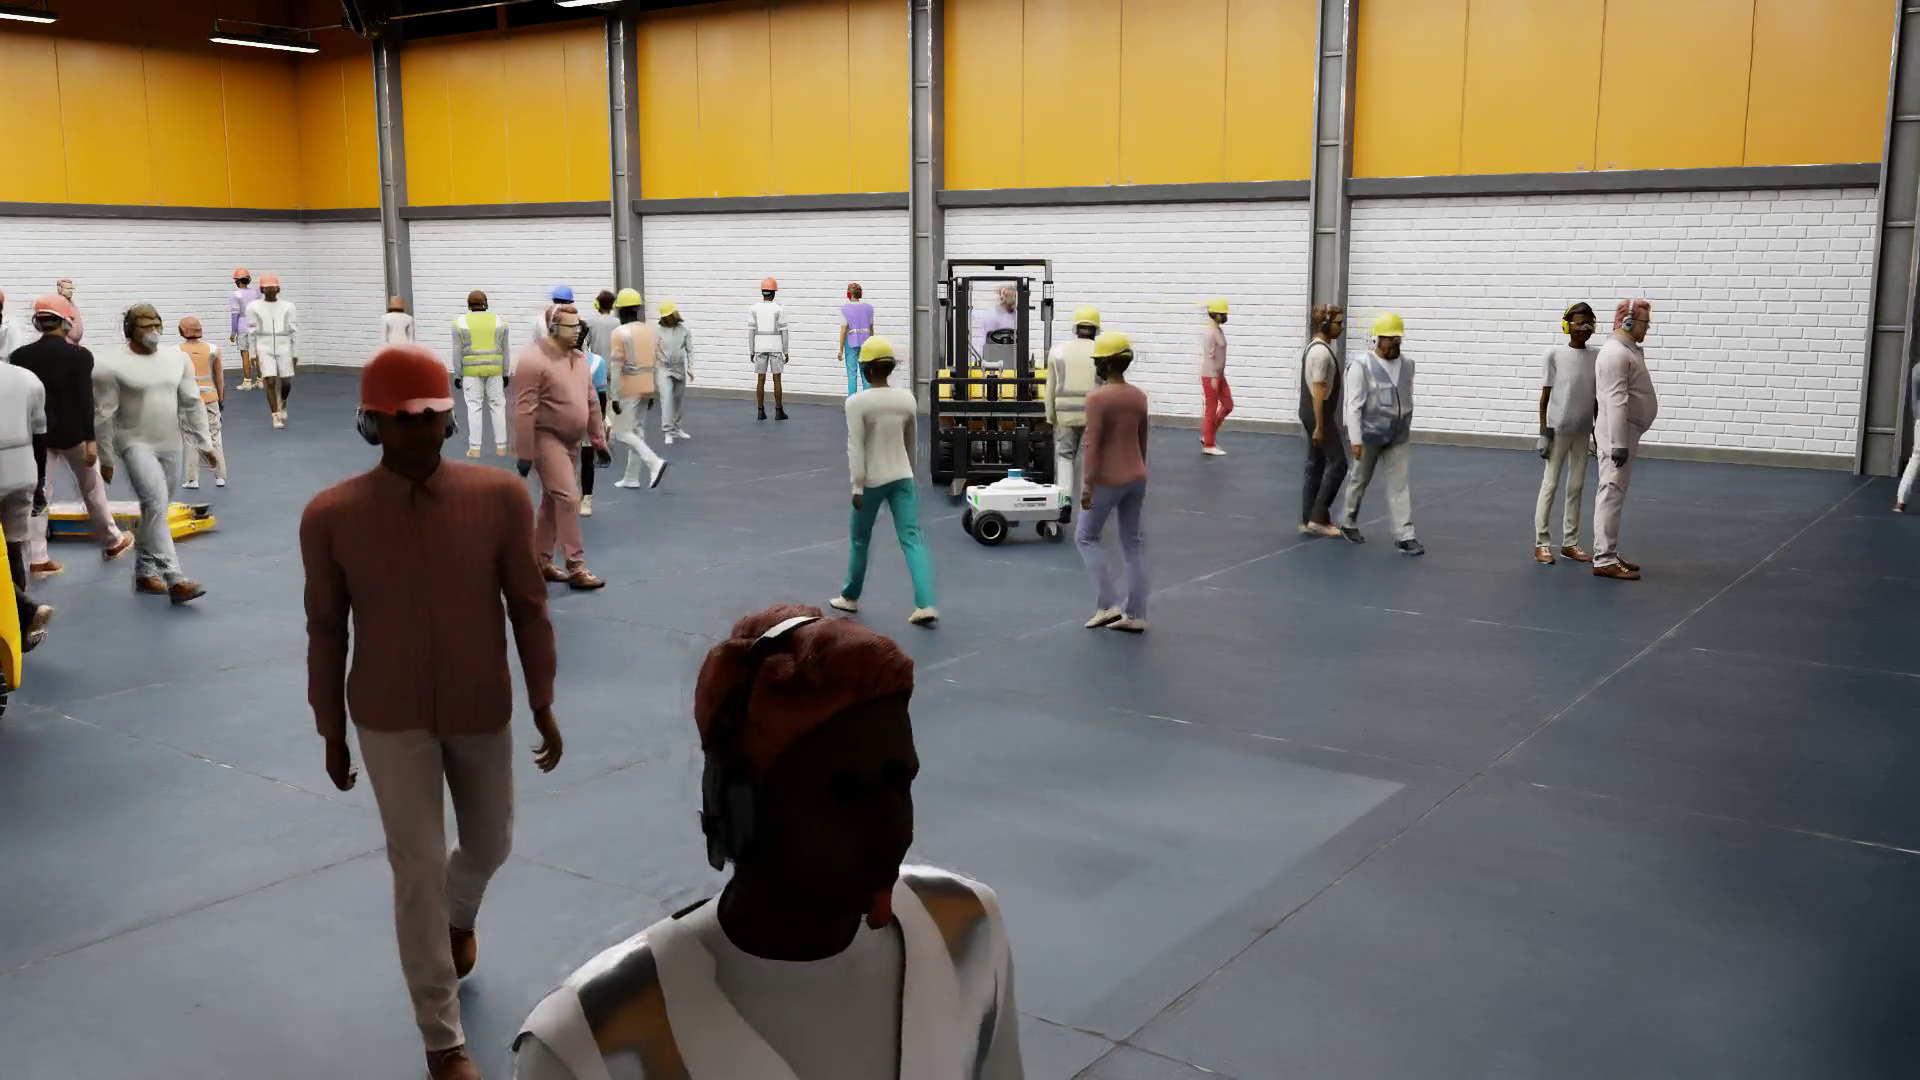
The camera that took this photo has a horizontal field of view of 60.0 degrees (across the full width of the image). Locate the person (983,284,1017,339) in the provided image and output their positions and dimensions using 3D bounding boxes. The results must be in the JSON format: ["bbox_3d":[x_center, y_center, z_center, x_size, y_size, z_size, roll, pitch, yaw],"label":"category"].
[{"bbox_3d":[0.505,-2.123,19.978,0.544,1.892,0.642,8,13,41],"label":"person"}]

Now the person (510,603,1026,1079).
[{"bbox_3d":[-0.142,0.969,1.701,0.593,1.845,0.897,-9,13,-43],"label":"person"}]

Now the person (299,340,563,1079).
[{"bbox_3d":[-1.443,0.434,4.523,0.623,1.970,0.877,-5,11,-27],"label":"person"}]

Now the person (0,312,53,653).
[{"bbox_3d":[-5.181,-0.310,8.968,0.608,1.952,0.633,4,10,24],"label":"person"}]

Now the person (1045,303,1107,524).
[{"bbox_3d":[0.992,-0.993,13.430,0.624,1.819,0.424,2,10,11],"label":"person"}]

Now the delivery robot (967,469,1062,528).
[{"bbox_3d":[0.420,-0.305,12.815,0.707,0.478,0.477,-2,10,-10],"label":"delivery robot"}]

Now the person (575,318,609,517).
[{"bbox_3d":[-3.251,-1.052,14.151,0.543,1.684,0.562,-1,10,-8],"label":"person"}]

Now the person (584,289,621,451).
[{"bbox_3d":[-4.008,-1.908,18.809,0.535,1.851,0.745,-5,11,-27],"label":"person"}]

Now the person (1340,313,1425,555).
[{"bbox_3d":[3.144,-0.806,12.441,0.613,1.783,0.946,-3,10,-18],"label":"person"}]

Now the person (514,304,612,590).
[{"bbox_3d":[-2.568,-0.614,10.998,0.827,1.873,0.669,3,10,19],"label":"person"}]

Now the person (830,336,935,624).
[{"bbox_3d":[-0.441,-0.361,9.982,0.540,1.717,0.918,-7,12,-35],"label":"person"}]

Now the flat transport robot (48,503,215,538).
[{"bbox_3d":[-6.718,-0.160,13.074,1.431,0.197,0.652,1,10,4],"label":"flat transport robot"}]

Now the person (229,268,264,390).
[{"bbox_3d":[-11.953,-3.523,27.834,0.378,2.045,0.605,5,11,28],"label":"person"}]

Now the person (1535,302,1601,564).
[{"bbox_3d":[4.387,-0.762,11.909,0.519,1.873,0.335,-2,10,-10],"label":"person"}]

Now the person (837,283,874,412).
[{"bbox_3d":[-1.472,-2.727,23.678,0.563,1.848,0.389,-7,12,-34],"label":"person"}]

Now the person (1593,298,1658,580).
[{"bbox_3d":[4.546,-0.693,11.399,0.410,1.906,0.642,4,10,22],"label":"person"}]

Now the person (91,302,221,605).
[{"bbox_3d":[-5.053,-0.543,10.543,0.986,1.892,0.642,5,11,30],"label":"person"}]

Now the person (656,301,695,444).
[{"bbox_3d":[-3.445,-2.019,19.923,0.545,1.698,0.759,-5,11,-28],"label":"person"}]

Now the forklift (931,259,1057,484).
[{"bbox_3d":[0.370,-1.738,16.759,1.214,2.155,2.313,1,10,3],"label":"forklift"}]

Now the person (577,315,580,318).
[{"bbox_3d":[-5.744,-2.731,24.142,0.541,1.699,0.315,-5,11,-25],"label":"person"}]

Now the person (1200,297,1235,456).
[{"bbox_3d":[2.850,-1.811,18.464,0.352,1.753,0.554,4,10,24],"label":"person"}]

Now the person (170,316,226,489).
[{"bbox_3d":[-7.238,-1.298,15.787,0.513,1.640,0.309,-8,12,-39],"label":"person"}]

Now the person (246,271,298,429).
[{"bbox_3d":[-8.894,-2.457,21.541,0.614,2.026,0.602,-5,11,-29],"label":"person"}]

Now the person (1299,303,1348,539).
[{"bbox_3d":[2.866,-0.927,12.999,0.425,1.837,0.533,0,10,2],"label":"person"}]

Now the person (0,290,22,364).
[{"bbox_3d":[-9.970,-1.663,17.266,0.612,1.871,0.415,4,10,22],"label":"person"}]

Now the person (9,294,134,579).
[{"bbox_3d":[-6.253,-0.739,11.604,0.633,1.927,1.034,0,10,1],"label":"person"}]

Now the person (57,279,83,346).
[{"bbox_3d":[-12.962,-2.841,24.197,0.402,1.904,0.638,-1,10,-5],"label":"person"}]

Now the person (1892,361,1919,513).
[{"bbox_3d":[8.190,-0.979,13.999,0.340,1.615,0.594,-2,10,-12],"label":"person"}]

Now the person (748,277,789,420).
[{"bbox_3d":[-2.593,-2.596,22.629,0.553,1.935,0.362,1,10,8],"label":"person"}]

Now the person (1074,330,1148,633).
[{"bbox_3d":[0.898,-0.327,9.627,0.572,1.751,0.441,-9,13,-43],"label":"person"}]

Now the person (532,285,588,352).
[{"bbox_3d":[-4.366,-1.862,18.384,0.641,1.887,1.000,4,10,21],"label":"person"}]

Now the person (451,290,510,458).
[{"bbox_3d":[-5.277,-1.826,18.342,0.624,1.841,0.430,-5,11,-26],"label":"person"}]

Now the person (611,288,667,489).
[{"bbox_3d":[-3.031,-1.402,15.604,0.702,1.909,0.605,6,11,31],"label":"person"}]

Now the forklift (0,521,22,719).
[{"bbox_3d":[-5.296,-0.090,6.943,1.214,2.155,2.313,7,12,35],"label":"forklift"}]

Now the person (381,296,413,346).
[{"bbox_3d":[-8.693,-2.950,25.680,0.520,1.617,0.353,-8,12,-38],"label":"person"}]
